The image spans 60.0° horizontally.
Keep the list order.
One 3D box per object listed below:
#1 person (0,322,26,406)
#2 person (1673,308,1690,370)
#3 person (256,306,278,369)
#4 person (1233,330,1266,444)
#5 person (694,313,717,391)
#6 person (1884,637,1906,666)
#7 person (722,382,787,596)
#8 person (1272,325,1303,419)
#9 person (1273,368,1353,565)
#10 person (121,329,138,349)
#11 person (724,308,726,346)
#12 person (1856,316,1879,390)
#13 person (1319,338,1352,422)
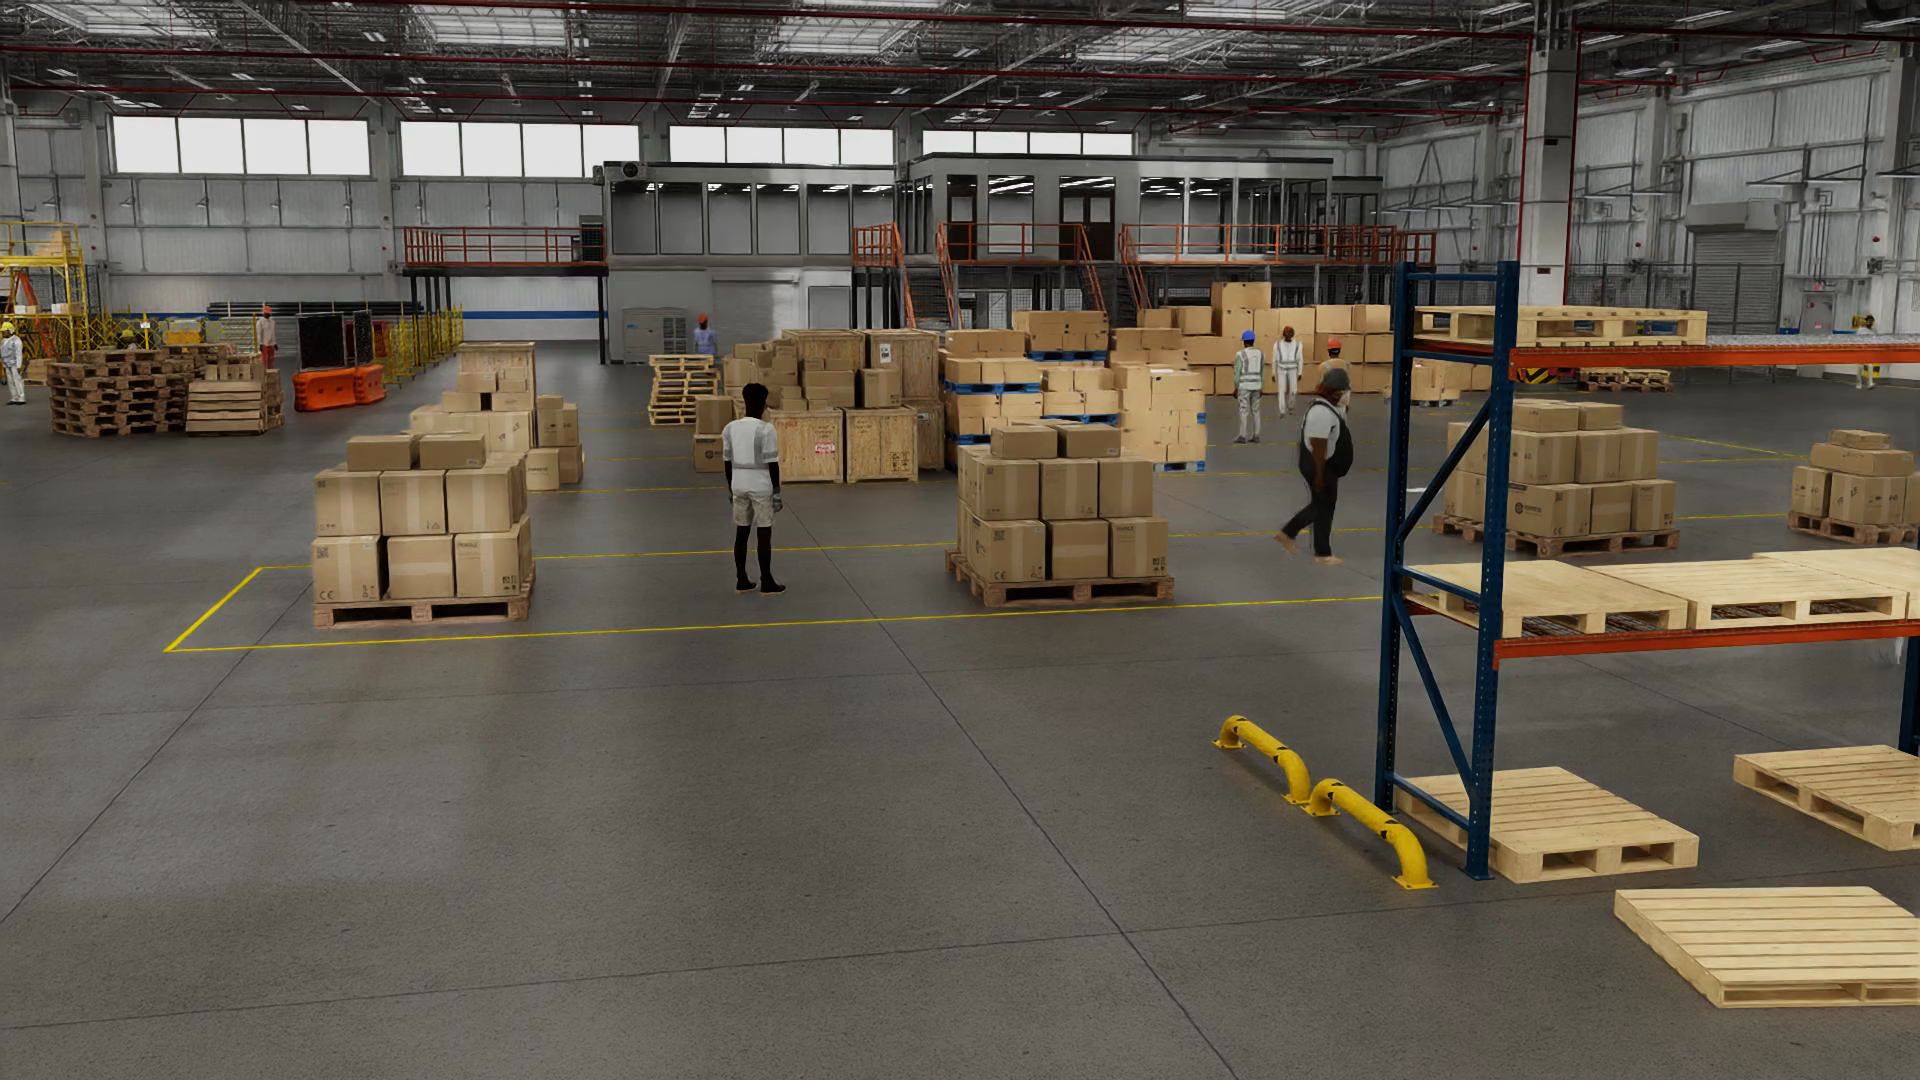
[{"bbox_3d":[-20.567,-3.811,36.078,0.594,1.826,0.404,6,11,31],"label":"person"},{"bbox_3d":[21.184,-5.851,48.484,0.653,1.825,0.634,-3,10,-18],"label":"person"},{"bbox_3d":[-18.255,-5.175,43.878,0.392,1.990,0.611,4,10,22],"label":"person"},{"bbox_3d":[4.936,-2.612,28.435,0.600,1.939,0.426,-5,10,-27],"label":"person"},{"bbox_3d":[-6.138,-4.544,40.294,0.550,1.912,0.688,2,9,10],"label":"person"},{"bbox_3d":[7.308,0.073,12.333,0.751,1.846,0.523,-3,10,-15],"label":"person"},{"bbox_3d":[-1.881,-0.462,15.239,0.604,1.959,0.379,5,11,30],"label":"person"},{"bbox_3d":[6.494,-3.334,33.022,0.597,1.870,0.449,1,9,7],"label":"person"},{"bbox_3d":[3.611,-0.759,16.802,0.702,2.000,0.713,1,9,9],"label":"person"},{"bbox_3d":[-16.988,-3.448,34.118,0.324,1.740,0.489,-6,11,-32],"label":"person"},{"bbox_3d":[-7.476,-6.664,53.204,0.588,1.891,0.663,-2,9,-10],"label":"person"},{"bbox_3d":[22.344,-4.615,40.990,0.552,1.813,0.993,2,9,11],"label":"person"},{"bbox_3d":[5.698,-2.118,25.407,0.548,1.934,0.374,-3,10,-18],"label":"person"}]
